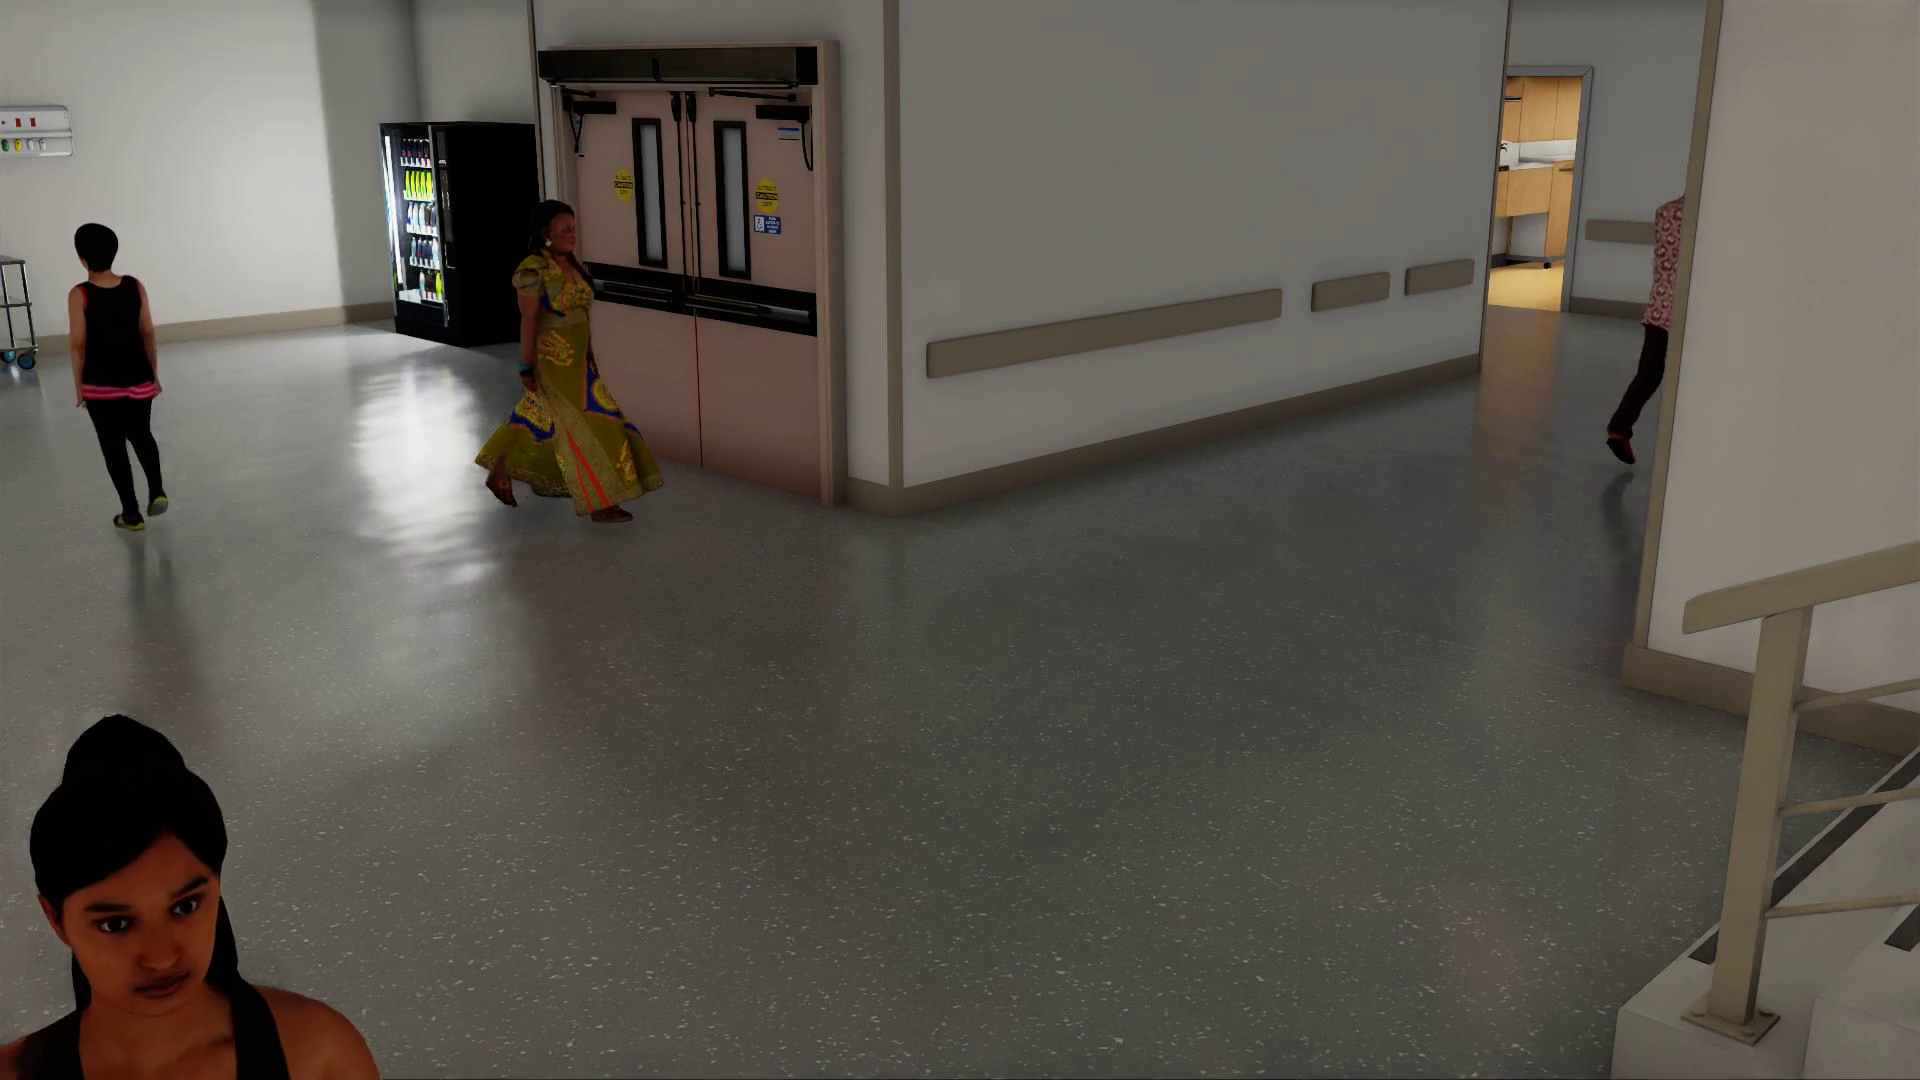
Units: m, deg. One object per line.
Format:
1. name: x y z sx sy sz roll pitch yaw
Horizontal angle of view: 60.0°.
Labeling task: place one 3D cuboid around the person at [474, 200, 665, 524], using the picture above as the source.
1. person: -2.126 -0.874 8.454 1.432 1.617 1.163 4 16 14

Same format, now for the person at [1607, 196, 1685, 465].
1. person: 4.140 -1.309 9.682 0.844 1.787 1.158 -11 19 -35

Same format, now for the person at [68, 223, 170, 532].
1. person: -4.178 -0.799 8.318 0.587 1.546 0.577 12 20 37

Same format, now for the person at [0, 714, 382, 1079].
1. person: -0.857 0.976 1.838 0.639 1.645 0.864 -13 21 -39
